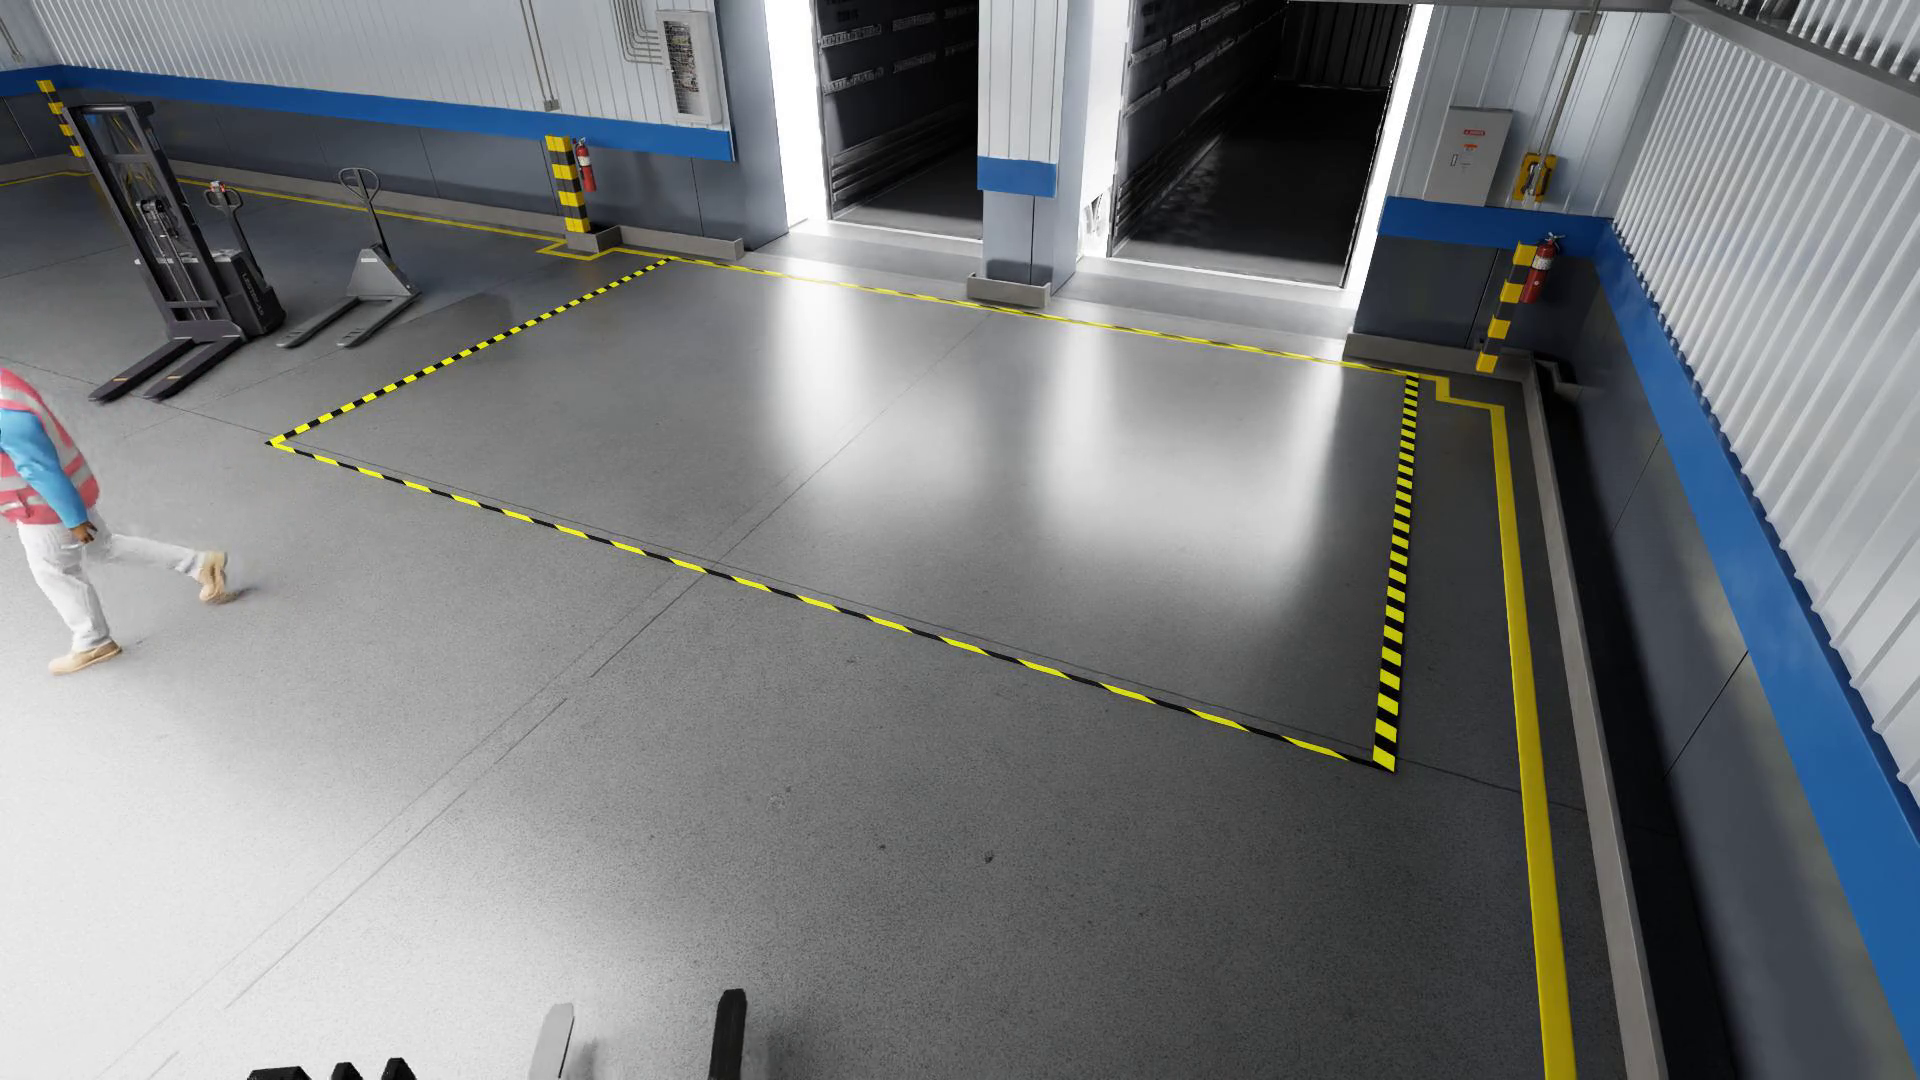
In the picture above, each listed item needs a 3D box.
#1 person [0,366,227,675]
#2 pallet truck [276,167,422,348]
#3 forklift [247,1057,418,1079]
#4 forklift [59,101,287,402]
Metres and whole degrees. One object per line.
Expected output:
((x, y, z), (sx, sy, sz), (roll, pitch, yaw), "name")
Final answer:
((-4.413, -0.229, 4.518), (0.897, 1.806, 0.624), (-29, 44, -35), "person")
((-5.732, -2.611, 8.414), (0.680, 1.201, 1.601), (-1, 35, -1), "pallet truck")
((-0.881, 2.127, 0.667), (1.157, 2.036, 2.680), (-3, 35, -4), "forklift")
((-6.686, -2.387, 7.434), (0.823, 1.965, 1.885), (-3, 35, -5), "forklift")
